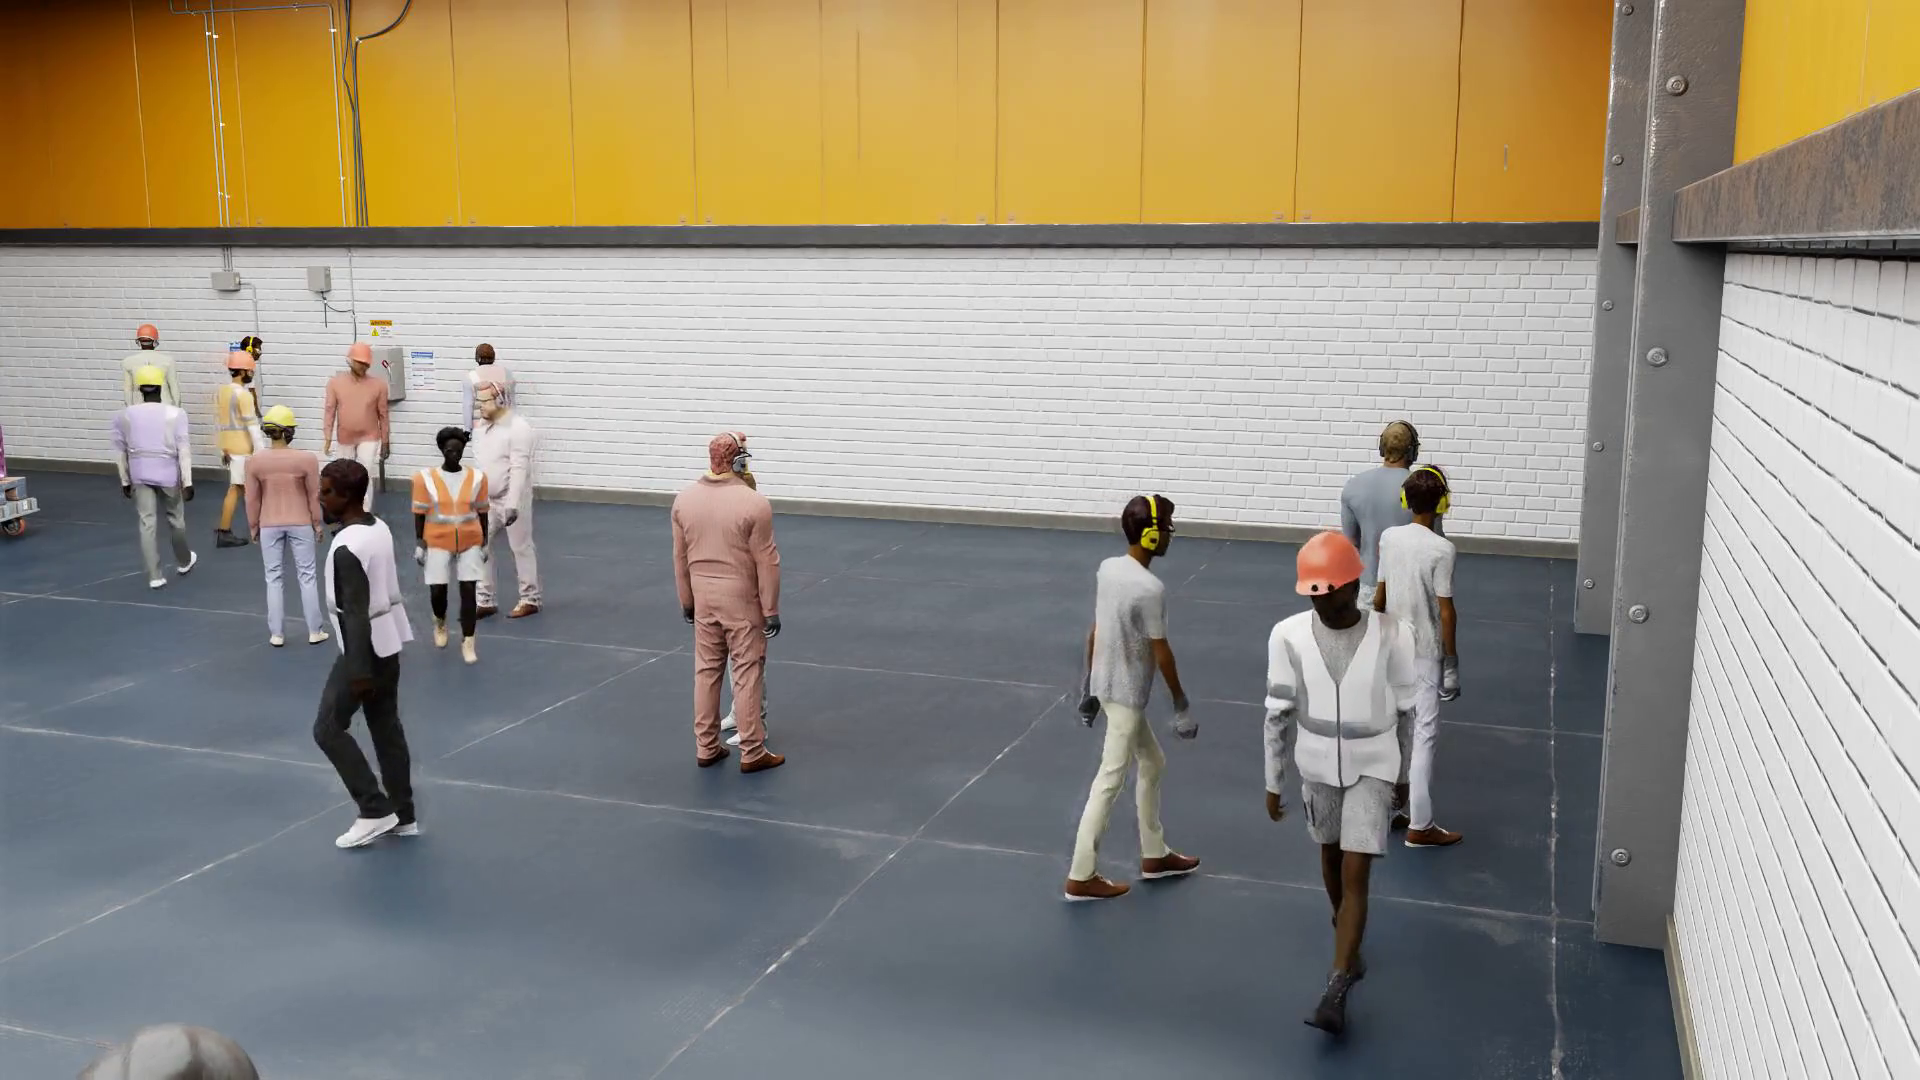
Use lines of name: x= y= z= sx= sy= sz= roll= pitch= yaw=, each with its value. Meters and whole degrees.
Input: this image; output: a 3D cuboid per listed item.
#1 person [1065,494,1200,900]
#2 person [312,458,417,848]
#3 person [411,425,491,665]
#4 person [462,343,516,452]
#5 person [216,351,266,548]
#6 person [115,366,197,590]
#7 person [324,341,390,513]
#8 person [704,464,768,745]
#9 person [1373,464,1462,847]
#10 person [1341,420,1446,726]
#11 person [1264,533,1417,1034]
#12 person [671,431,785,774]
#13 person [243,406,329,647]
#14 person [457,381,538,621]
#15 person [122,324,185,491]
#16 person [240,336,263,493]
person: x=0.839 y=0.705 z=7.422 sx=0.841 sy=1.829 sz=0.518 roll=-3 pitch=10 yaw=-16
person: x=-2.920 y=0.547 z=8.107 sx=0.499 sy=1.905 sz=0.586 roll=0 pitch=10 yaw=-2
person: x=-3.560 y=0.024 z=11.675 sx=0.547 sy=1.685 sz=0.448 roll=-5 pitch=11 yaw=-26
person: x=-5.249 y=-1.269 z=18.530 sx=0.633 sy=1.841 sz=0.429 roll=-8 pitch=13 yaw=-39
person: x=-6.930 y=-0.896 z=16.284 sx=0.946 sy=1.888 sz=0.562 roll=-10 pitch=14 yaw=-44
person: x=-6.932 y=-0.561 z=14.397 sx=0.612 sy=1.884 sz=0.925 roll=-2 pitch=10 yaw=-13
person: x=-6.138 y=-1.055 z=16.984 sx=0.626 sy=1.965 sz=0.822 roll=-2 pitch=10 yaw=-10
person: x=-1.329 y=0.331 z=9.794 sx=0.312 sy=1.743 sz=0.493 roll=-5 pitch=11 yaw=-26
person: x=2.248 y=0.560 z=8.130 sx=0.316 sy=1.875 sz=0.531 roll=-6 pitch=11 yaw=-29
person: x=2.477 y=0.280 z=9.530 sx=0.628 sy=1.940 sz=0.373 roll=8 pitch=13 yaw=38
person: x=1.433 y=0.883 z=6.333 sx=0.550 sy=1.864 sz=1.028 roll=4 pitch=11 yaw=23
person: x=-1.267 y=0.343 z=9.266 sx=0.655 sy=1.906 sz=0.407 roll=5 pitch=11 yaw=26
person: x=-4.920 y=-0.096 z=12.143 sx=0.526 sy=1.765 sz=0.329 roll=-3 pitch=10 yaw=-14
person: x=-3.610 y=-0.290 z=12.906 sx=0.650 sy=1.876 sz=0.765 roll=6 pitch=12 yaw=32
person: x=-9.515 y=-1.542 z=19.631 sx=0.609 sy=1.996 sz=0.379 roll=-3 pitch=11 yaw=-18
person: x=-8.294 y=-1.455 z=19.514 sx=0.331 sy=1.865 sz=0.519 roll=-7 pitch=12 yaw=-35
